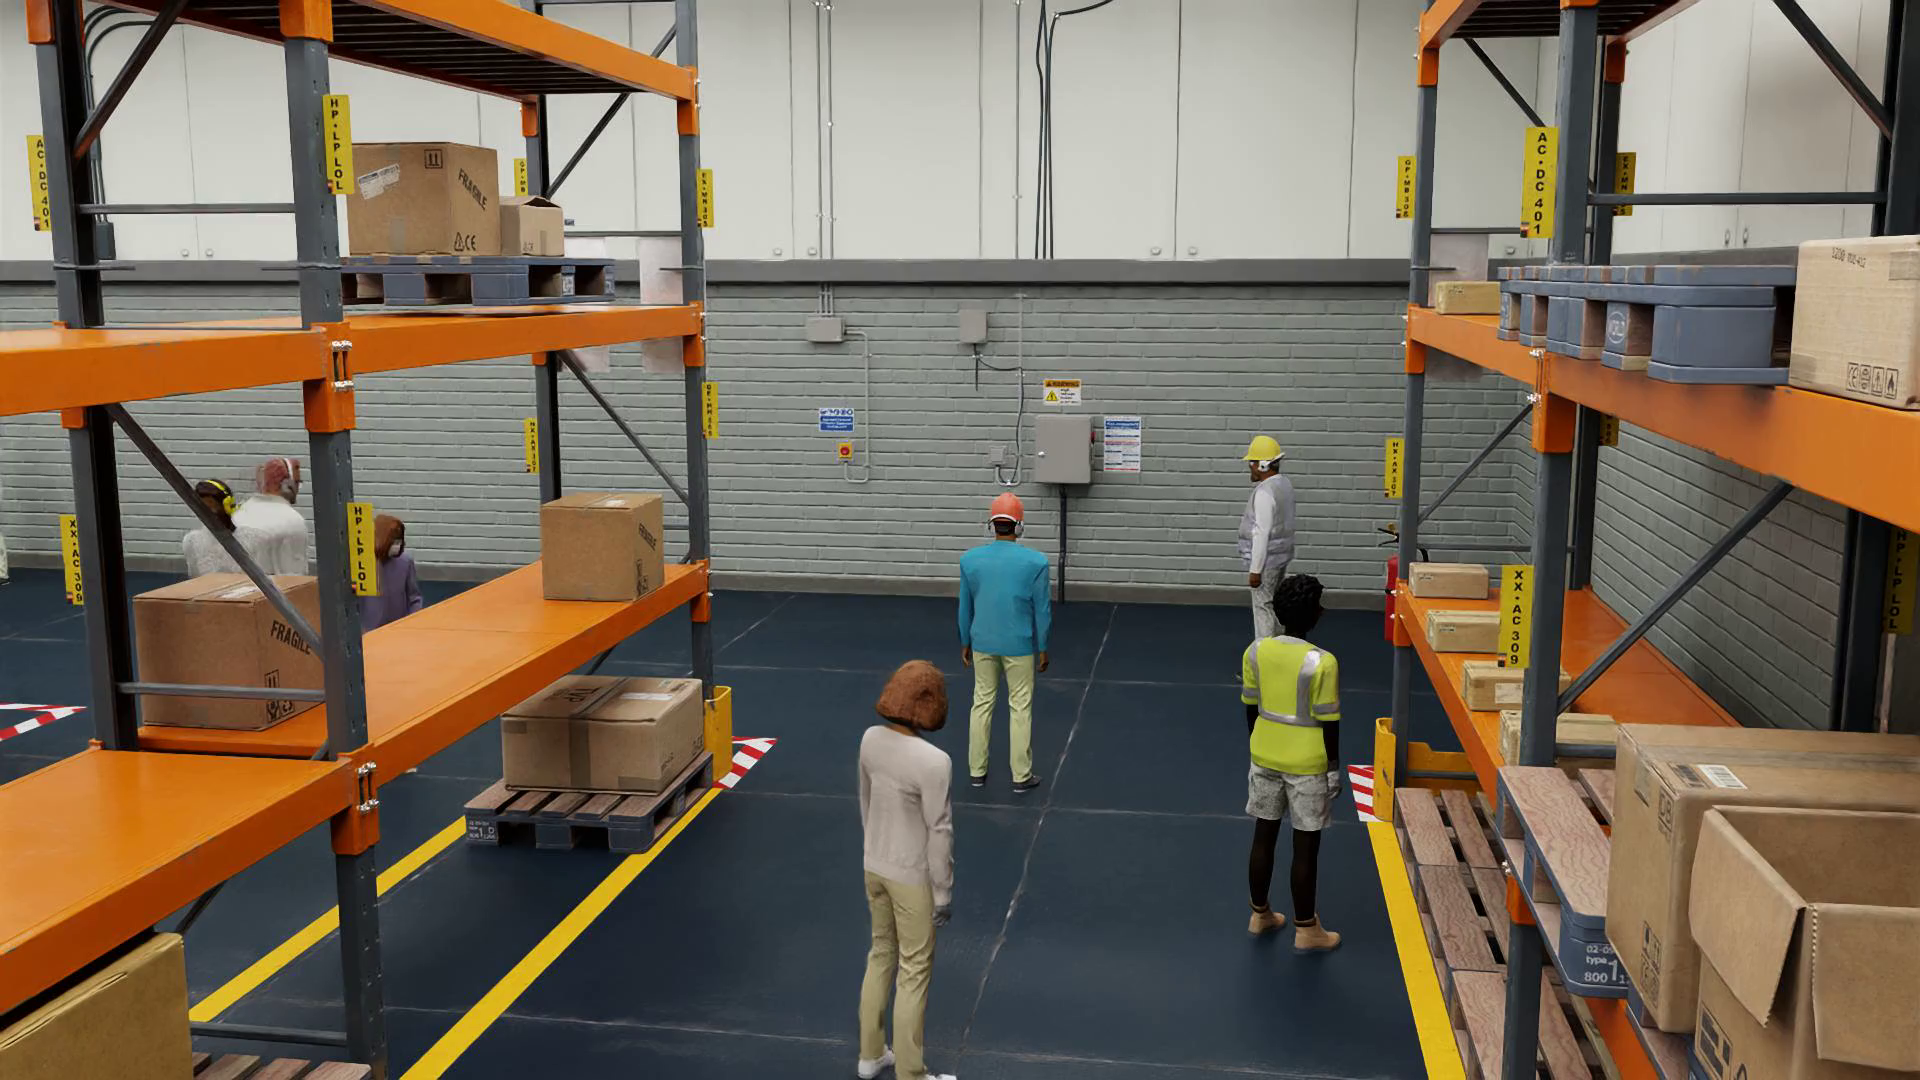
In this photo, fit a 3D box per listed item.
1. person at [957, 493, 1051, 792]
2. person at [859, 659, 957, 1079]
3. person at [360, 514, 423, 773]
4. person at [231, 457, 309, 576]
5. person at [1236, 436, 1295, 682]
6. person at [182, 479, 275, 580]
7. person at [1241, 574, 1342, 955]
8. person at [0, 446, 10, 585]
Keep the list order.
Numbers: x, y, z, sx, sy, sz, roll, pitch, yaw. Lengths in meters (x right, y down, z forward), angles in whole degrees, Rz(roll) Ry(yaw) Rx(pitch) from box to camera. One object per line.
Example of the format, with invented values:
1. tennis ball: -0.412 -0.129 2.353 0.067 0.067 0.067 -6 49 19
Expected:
1. person: 0.265 0.592 9.792 0.578 1.739 0.390 4 10 23
2. person: -0.191 1.241 6.130 0.300 1.624 0.519 -8 12 -40
3. person: -3.470 0.628 9.994 0.574 1.595 0.521 7 11 35
4. person: -4.279 0.425 10.399 0.650 1.880 0.433 5 11 30
5. person: 2.258 0.141 12.304 0.403 1.823 0.593 4 10 25
6. person: -4.168 0.562 9.628 0.564 1.837 0.688 -3 10 -18
7. person: 1.488 0.991 7.437 0.319 1.697 0.533 -7 12 -39
8. person: -9.446 -0.414 15.981 0.573 1.739 0.350 4 10 23
